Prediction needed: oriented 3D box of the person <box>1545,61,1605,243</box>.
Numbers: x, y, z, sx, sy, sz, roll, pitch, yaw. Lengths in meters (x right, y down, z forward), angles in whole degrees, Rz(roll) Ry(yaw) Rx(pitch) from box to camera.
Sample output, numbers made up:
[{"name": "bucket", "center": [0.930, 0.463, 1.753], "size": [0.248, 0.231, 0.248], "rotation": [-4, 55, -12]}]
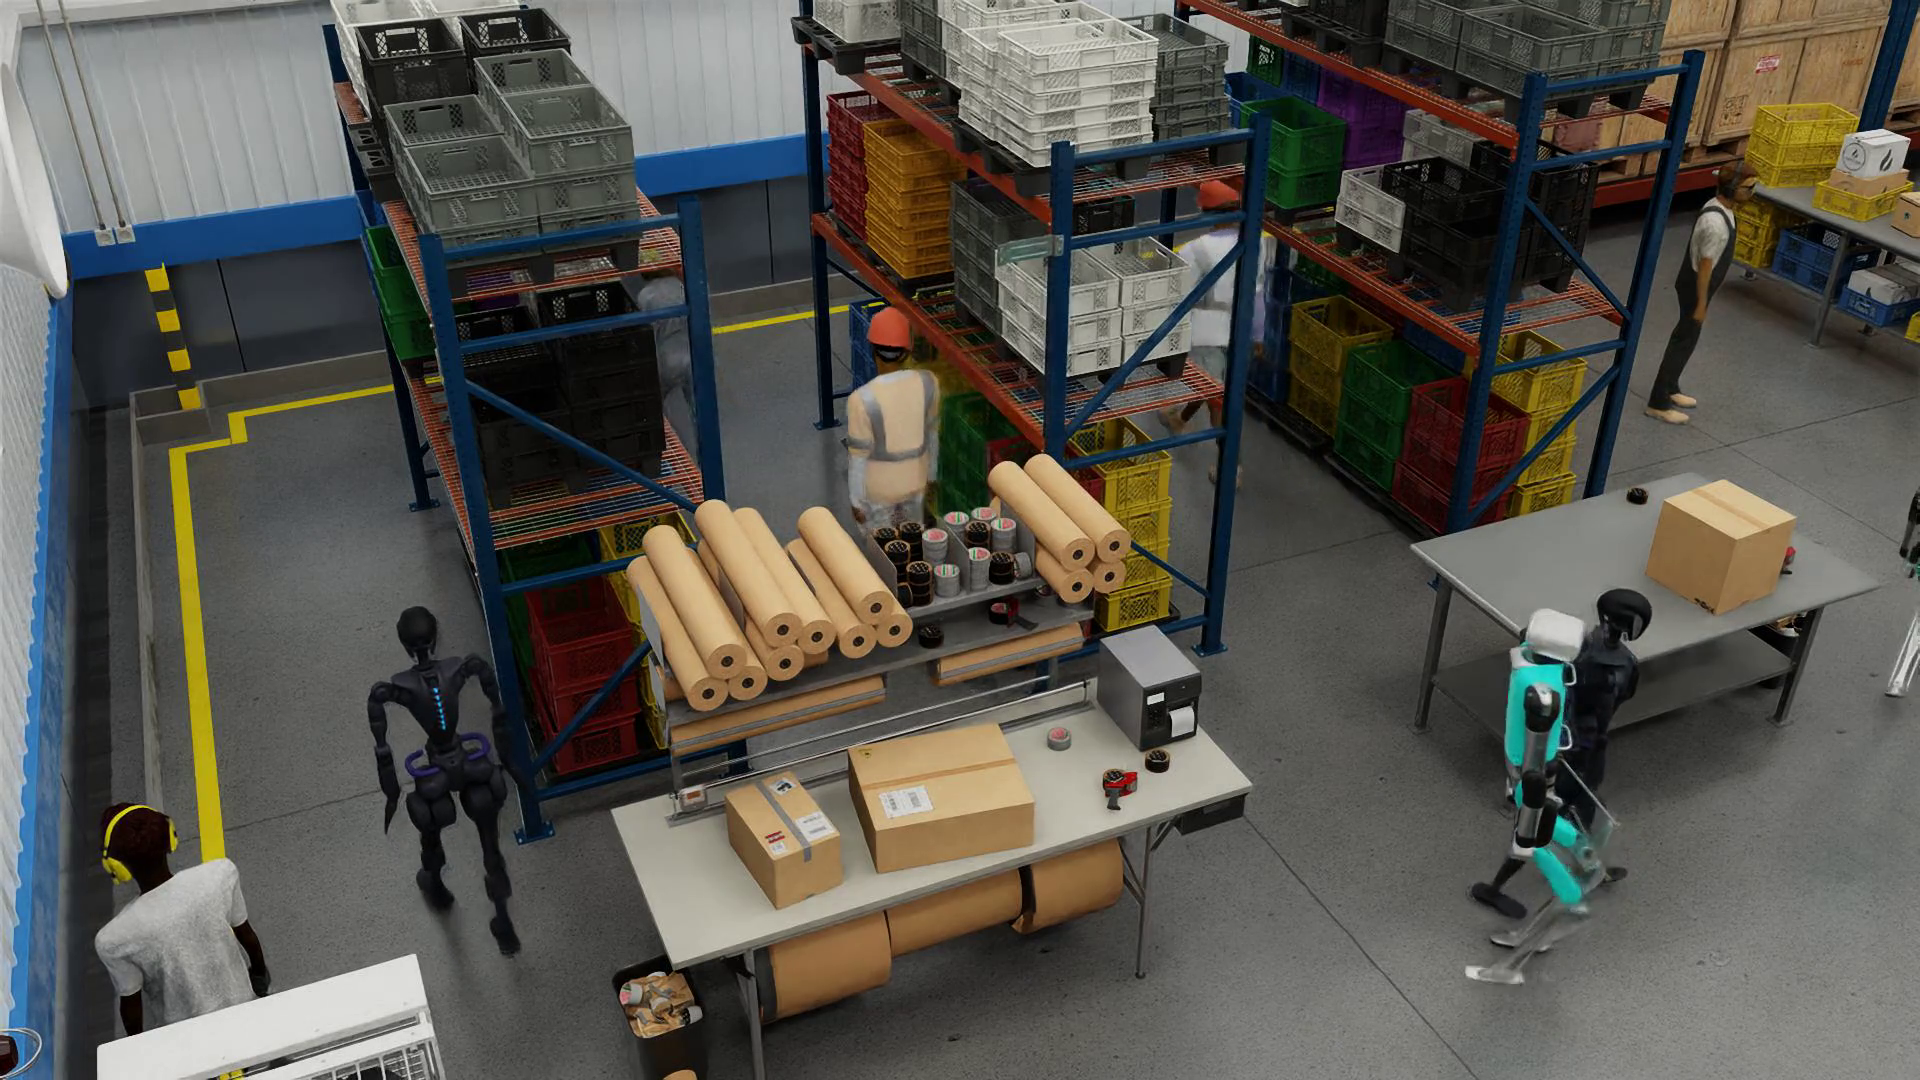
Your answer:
[{"name": "person", "center": [5.110, -3.231, 13.799], "size": [0.524, 1.761, 0.335], "rotation": [-16, 35, -24]}]

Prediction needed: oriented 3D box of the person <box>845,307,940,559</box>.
[{"name": "person", "center": [-0.338, -0.304, 8.895], "size": [0.557, 1.914, 0.545], "rotation": [-16, 35, -25]}]

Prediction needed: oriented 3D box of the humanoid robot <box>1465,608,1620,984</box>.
[{"name": "humanoid robot", "center": [2.482, 1.092, 6.786], "size": [0.682, 1.787, 0.534], "rotation": [7, 32, 11]}]

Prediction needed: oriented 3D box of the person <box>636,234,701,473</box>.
[{"name": "person", "center": [-1.807, -1.138, 10.435], "size": [0.571, 1.711, 0.542], "rotation": [27, 41, 37]}]

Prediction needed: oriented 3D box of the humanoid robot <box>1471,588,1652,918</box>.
[{"name": "humanoid robot", "center": [2.686, 0.916, 7.155], "size": [0.694, 1.631, 0.600], "rotation": [6, 32, 9]}]

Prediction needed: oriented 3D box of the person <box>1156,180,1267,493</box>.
[{"name": "person", "center": [1.582, -1.353, 10.536], "size": [0.613, 1.975, 1.093], "rotation": [-14, 34, -22]}]

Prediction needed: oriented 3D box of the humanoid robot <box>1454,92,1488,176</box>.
[{"name": "humanoid robot", "center": [3.980, -2.456, 12.668], "size": [0.743, 1.904, 0.549], "rotation": [0, 32, 0]}]

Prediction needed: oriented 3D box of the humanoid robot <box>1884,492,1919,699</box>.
[{"name": "humanoid robot", "center": [5.155, 0.017, 8.572], "size": [0.540, 1.736, 1.057], "rotation": [20, 37, 29]}]

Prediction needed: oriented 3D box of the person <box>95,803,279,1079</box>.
[{"name": "person", "center": [-2.626, 1.652, 5.775], "size": [0.340, 1.857, 0.518], "rotation": [23, 39, 33]}]

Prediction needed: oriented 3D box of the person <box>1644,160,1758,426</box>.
[{"name": "person", "center": [4.981, -1.662, 11.180], "size": [0.336, 1.836, 0.502], "rotation": [15, 35, 23]}]

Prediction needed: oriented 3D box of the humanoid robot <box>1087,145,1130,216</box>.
[{"name": "humanoid robot", "center": [1.176, -3.013, 13.472], "size": [0.545, 1.792, 0.804], "rotation": [10, 33, 16]}]

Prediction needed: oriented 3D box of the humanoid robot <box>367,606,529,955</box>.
[{"name": "humanoid robot", "center": [-2.166, 0.986, 7.039], "size": [0.610, 1.632, 0.652], "rotation": [-18, 36, -27]}]
